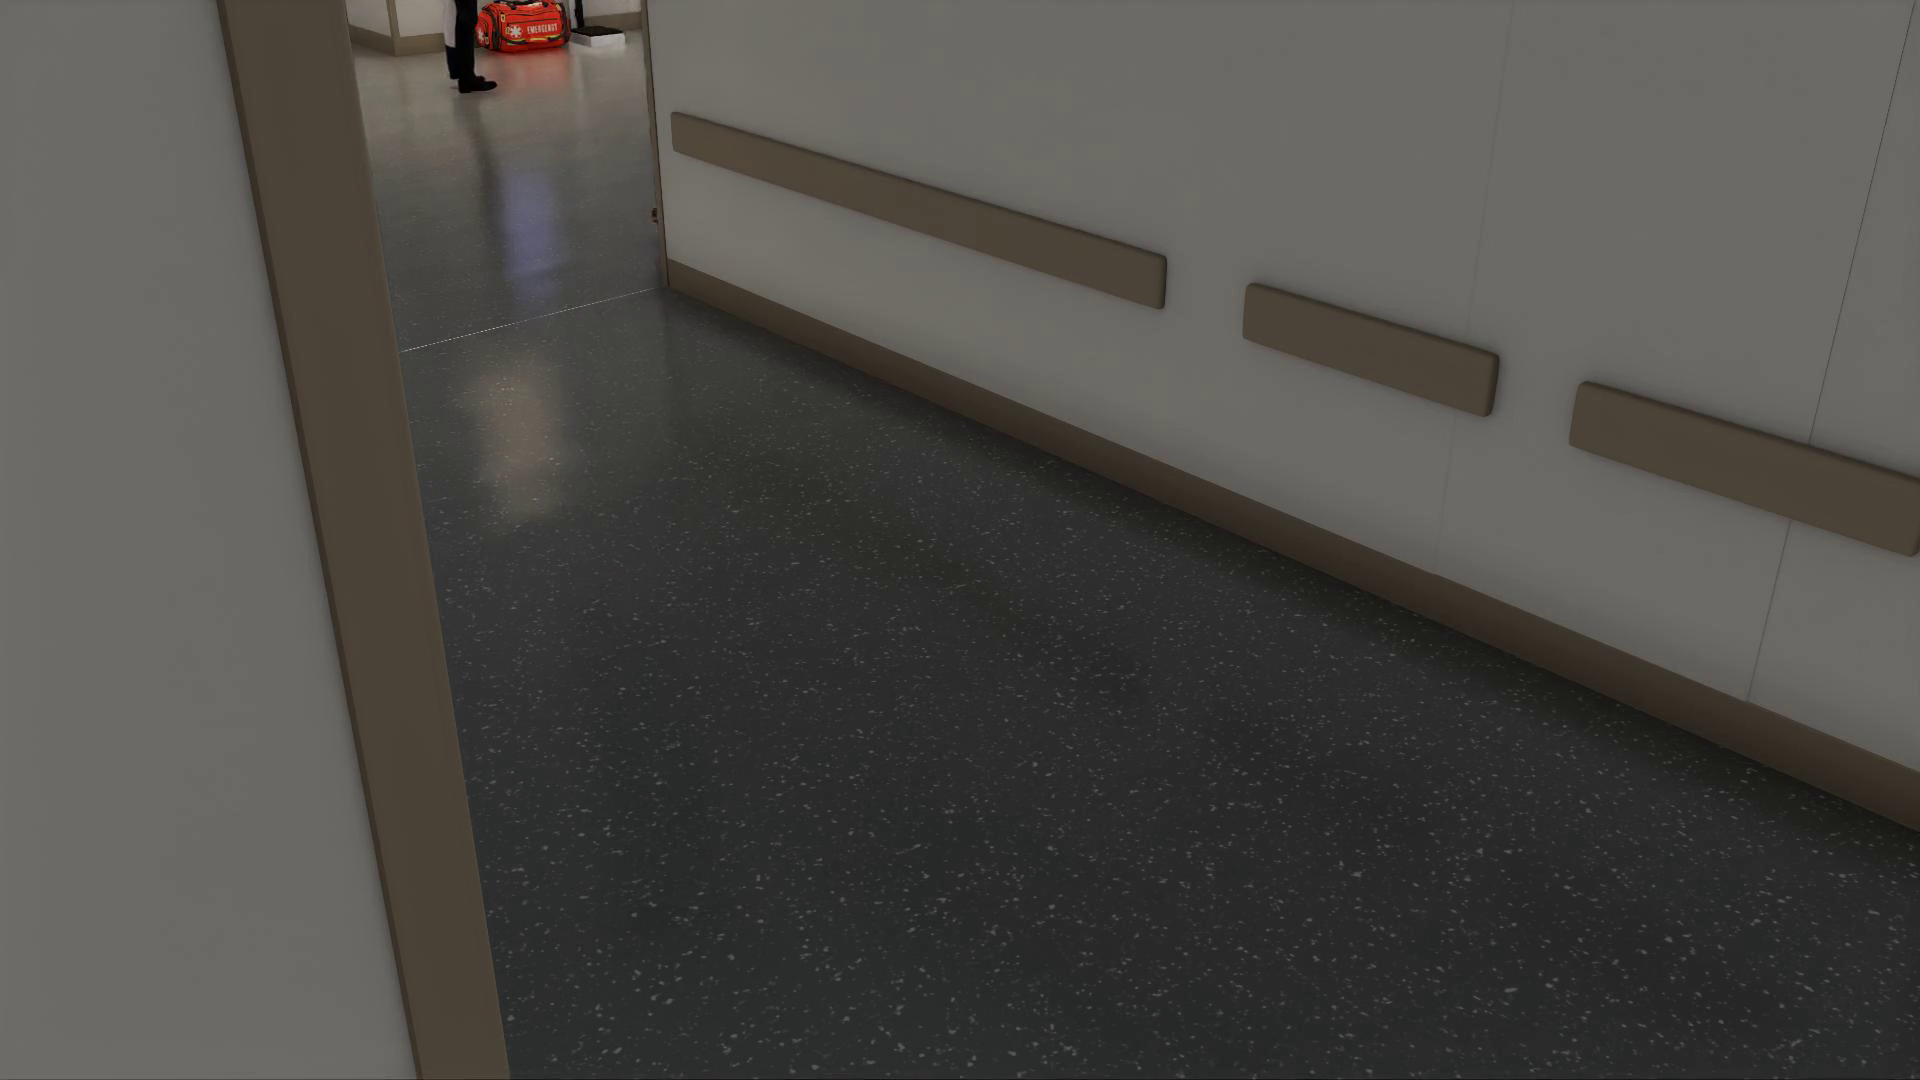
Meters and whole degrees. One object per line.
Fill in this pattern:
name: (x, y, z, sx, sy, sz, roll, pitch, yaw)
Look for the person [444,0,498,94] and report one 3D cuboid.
person: (-3.856, -4.394, 12.656, 0.593, 1.890, 0.690, -18, 31, -33)
